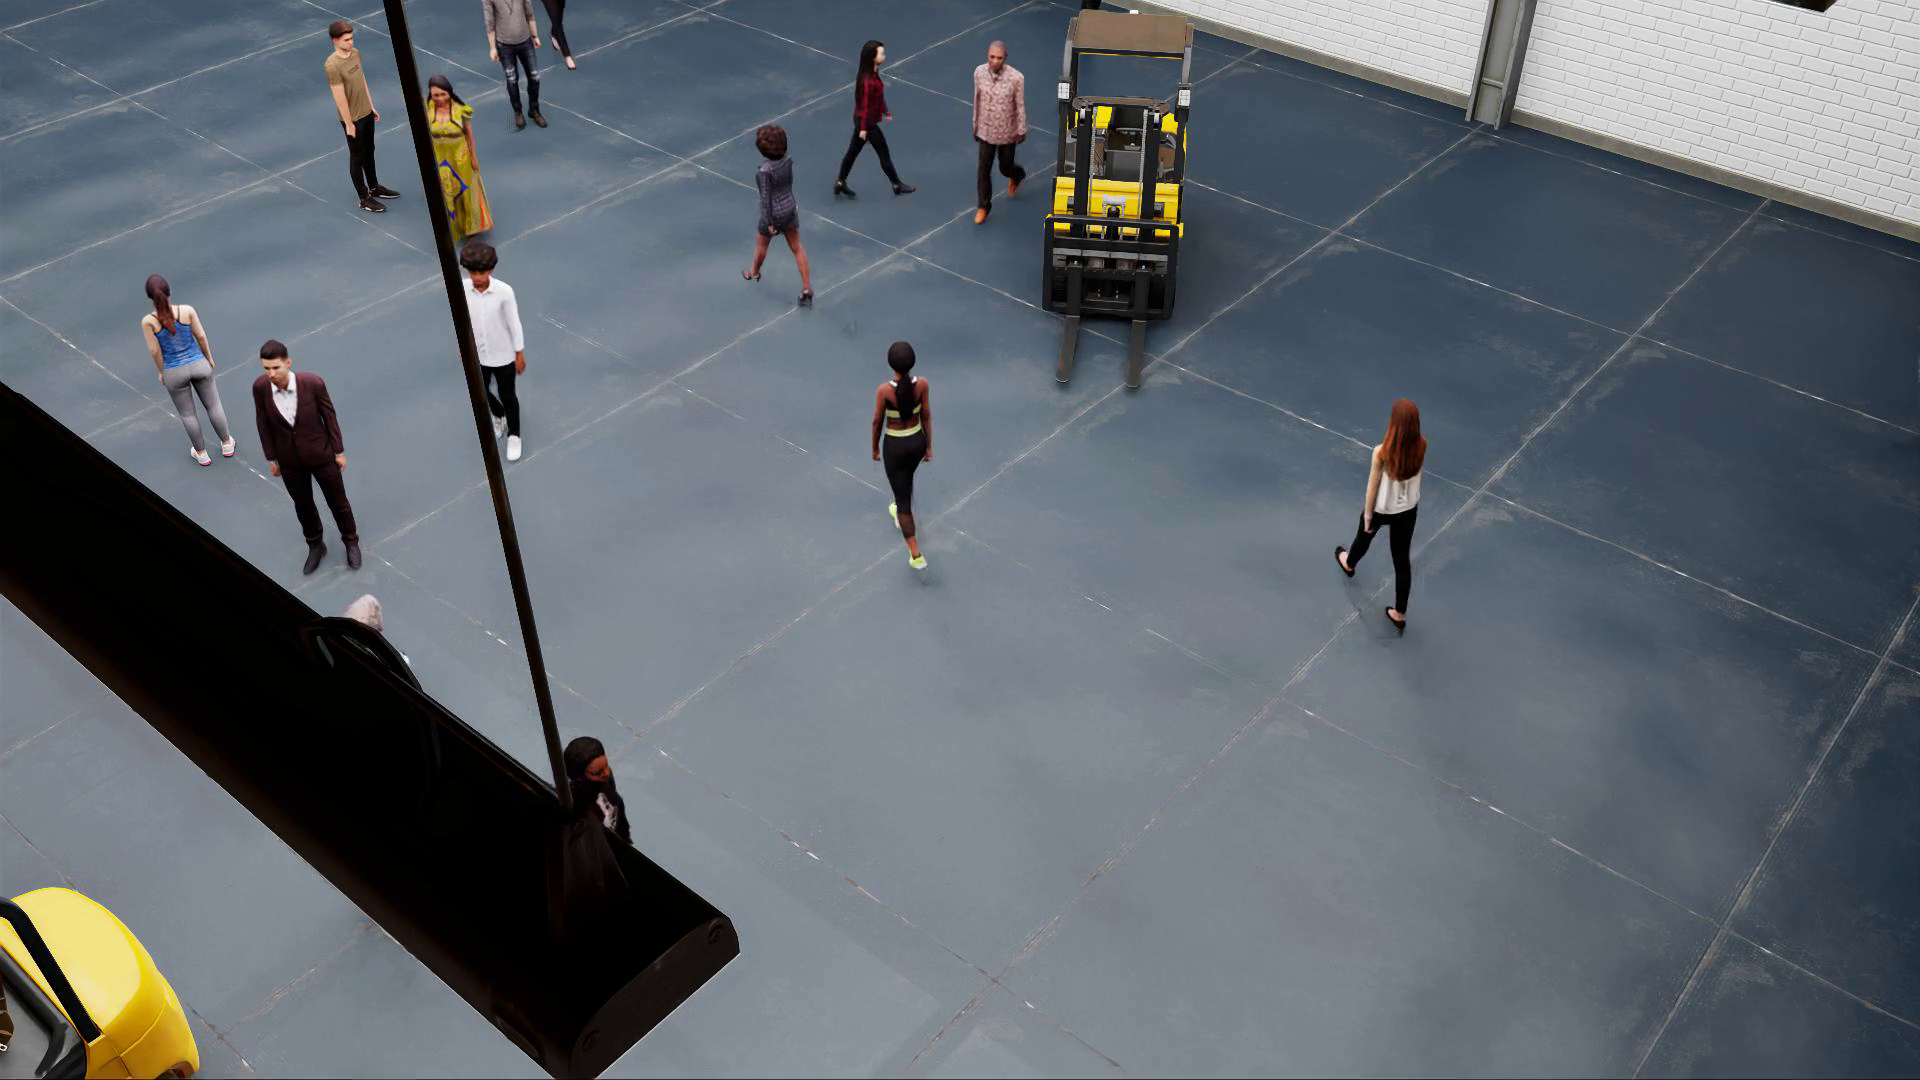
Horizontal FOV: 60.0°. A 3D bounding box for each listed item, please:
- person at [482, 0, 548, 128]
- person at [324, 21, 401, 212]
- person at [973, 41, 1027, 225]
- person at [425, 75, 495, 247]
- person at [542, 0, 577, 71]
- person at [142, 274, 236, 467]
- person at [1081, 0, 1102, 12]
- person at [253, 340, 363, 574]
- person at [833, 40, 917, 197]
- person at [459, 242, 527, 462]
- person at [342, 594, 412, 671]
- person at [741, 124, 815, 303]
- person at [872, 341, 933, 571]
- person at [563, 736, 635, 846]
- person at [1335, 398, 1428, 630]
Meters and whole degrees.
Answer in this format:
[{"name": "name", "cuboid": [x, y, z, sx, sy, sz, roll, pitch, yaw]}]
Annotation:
[{"name": "person", "cuboid": [-4.714, -5.276, 17.543, 0.828, 1.882, 0.838, -18, 42, -22]}, {"name": "person", "cuboid": [-5.863, -4.129, 16.132, 0.736, 1.849, 0.746, 8, 39, 10]}, {"name": "person", "cuboid": [0.392, -3.972, 15.995, 1.059, 1.776, 0.949, 15, 41, 18]}, {"name": "person", "cuboid": [-4.788, -3.617, 15.654, 0.953, 1.647, 1.033, -11, 40, -14]}, {"name": "person", "cuboid": [-4.655, -6.309, 18.953, 0.856, 1.735, 1.216, -21, 43, -24]}, {"name": "person", "cuboid": [-5.965, -1.314, 12.800, 0.615, 1.608, 0.595, -24, 45, -27]}, {"name": "person", "cuboid": [1.546, -6.600, 19.300, 0.772, 1.758, 0.717, -2, 39, -3]}, {"name": "person", "cuboid": [-4.603, -0.607, 11.711, 0.772, 1.864, 0.811, -6, 39, -8]}, {"name": "person", "cuboid": [-0.998, -4.067, 16.248, 1.101, 1.607, 1.024, -2, 39, -3]}, {"name": "person", "cuboid": [-3.624, -1.506, 12.888, 0.860, 1.801, 0.924, 1, 39, 2]}, {"name": "person", "cuboid": [-3.319, 1.153, 9.556, 1.139, 1.803, 1.197, -3, 39, -4]}, {"name": "person", "cuboid": [-1.525, -2.821, 14.659, 1.048, 1.645, 0.629, 29, 47, 31]}, {"name": "person", "cuboid": [-0.375, -0.573, 11.786, 0.957, 1.717, 1.187, -12, 40, -15]}, {"name": "person", "cuboid": [-2.049, 1.661, 9.036, 0.760, 1.658, 0.708, 14, 41, 17]}, {"name": "person", "cuboid": [2.976, -0.148, 11.289, 1.045, 1.673, 1.160, -6, 39, -8]}]
